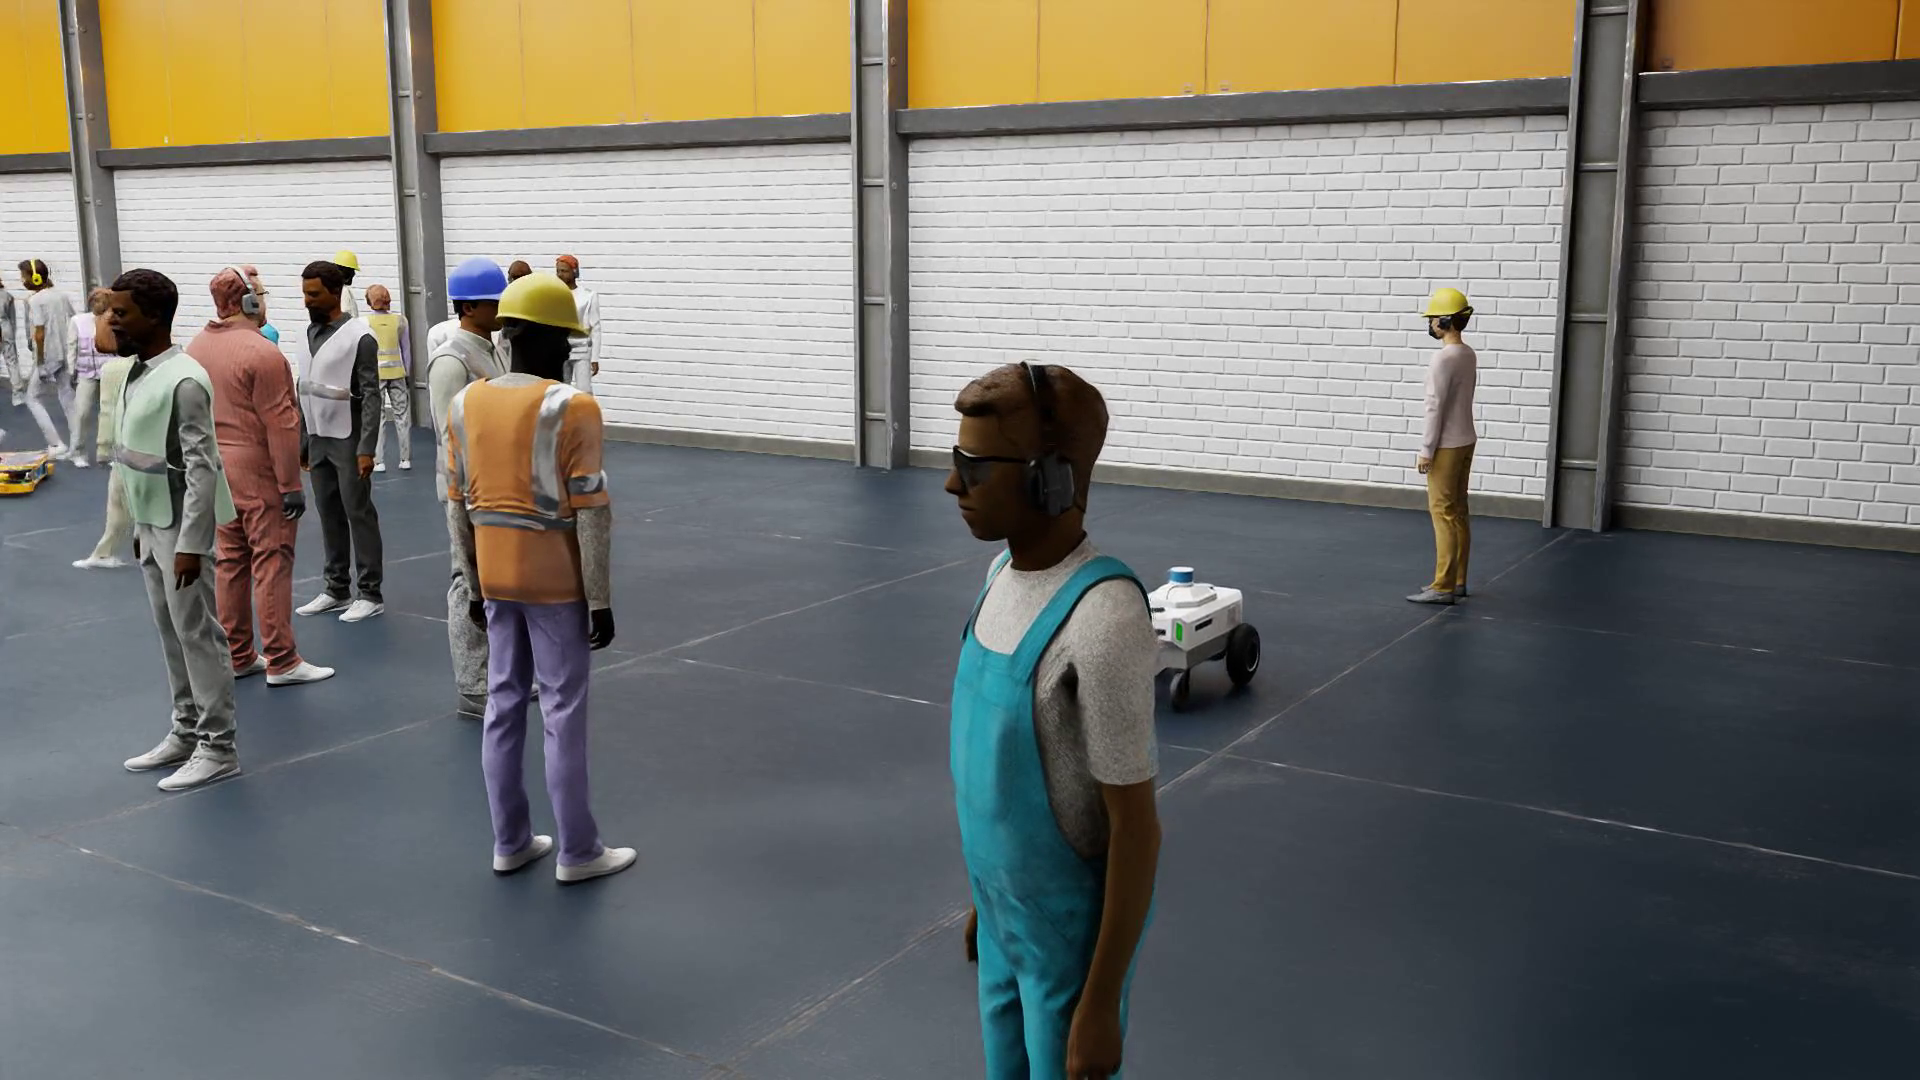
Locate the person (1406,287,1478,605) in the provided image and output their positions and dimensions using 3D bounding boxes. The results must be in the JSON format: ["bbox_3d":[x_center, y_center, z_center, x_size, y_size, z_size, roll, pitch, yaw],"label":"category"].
[{"bbox_3d":[2.705,-0.520,9.301,0.337,1.762,0.523,7,12,35],"label":"person"}]

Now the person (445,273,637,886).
[{"bbox_3d":[-1.327,0.130,5.250,0.589,1.917,0.392,5,11,26],"label":"person"}]

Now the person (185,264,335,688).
[{"bbox_3d":[-3.201,-0.285,7.571,0.639,1.913,0.409,6,12,30],"label":"person"}]

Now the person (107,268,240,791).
[{"bbox_3d":[-2.923,-0.041,6.194,0.390,1.920,0.587,-9,14,-42],"label":"person"}]

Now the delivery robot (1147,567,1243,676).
[{"bbox_3d":[0.992,0.365,7.464,0.477,0.478,0.707,6,12,32],"label":"delivery robot"}]

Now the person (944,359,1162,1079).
[{"bbox_3d":[0.136,0.634,2.657,0.326,1.843,0.516,-4,11,-19],"label":"person"}]

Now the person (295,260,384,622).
[{"bbox_3d":[-3.319,-0.527,8.897,0.589,1.918,0.392,6,12,30],"label":"person"}]

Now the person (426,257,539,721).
[{"bbox_3d":[-2.023,-0.213,7.066,0.390,1.948,0.605,0,10,2],"label":"person"}]

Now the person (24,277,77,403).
[{"bbox_3d":[-11.256,-2.487,20.582,0.571,1.623,0.655,9,13,40],"label":"person"}]

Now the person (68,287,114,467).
[{"bbox_3d":[-7.716,-1.460,14.941,0.539,1.619,0.356,-1,10,-4],"label":"person"}]

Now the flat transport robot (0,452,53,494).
[{"bbox_3d":[-7.895,-0.559,13.635,0.652,0.197,1.431,-4,11,-22],"label":"flat transport robot"}]

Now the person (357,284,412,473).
[{"bbox_3d":[-5.026,-1.403,14.517,0.511,1.640,0.308,-9,14,-42],"label":"person"}]

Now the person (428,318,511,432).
[{"bbox_3d":[-2.668,-0.593,9.352,0.575,1.884,0.355,-1,10,-3],"label":"person"}]

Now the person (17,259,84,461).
[{"bbox_3d":[-8.290,-1.624,15.162,0.520,1.847,0.591,2,10,9],"label":"person"}]

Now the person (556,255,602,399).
[{"bbox_3d":[-3.626,-1.704,15.509,0.581,1.882,0.351,2,11,13],"label":"person"}]

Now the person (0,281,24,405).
[{"bbox_3d":[-11.807,-2.498,20.392,0.797,1.704,0.500,8,13,38],"label":"person"}]
